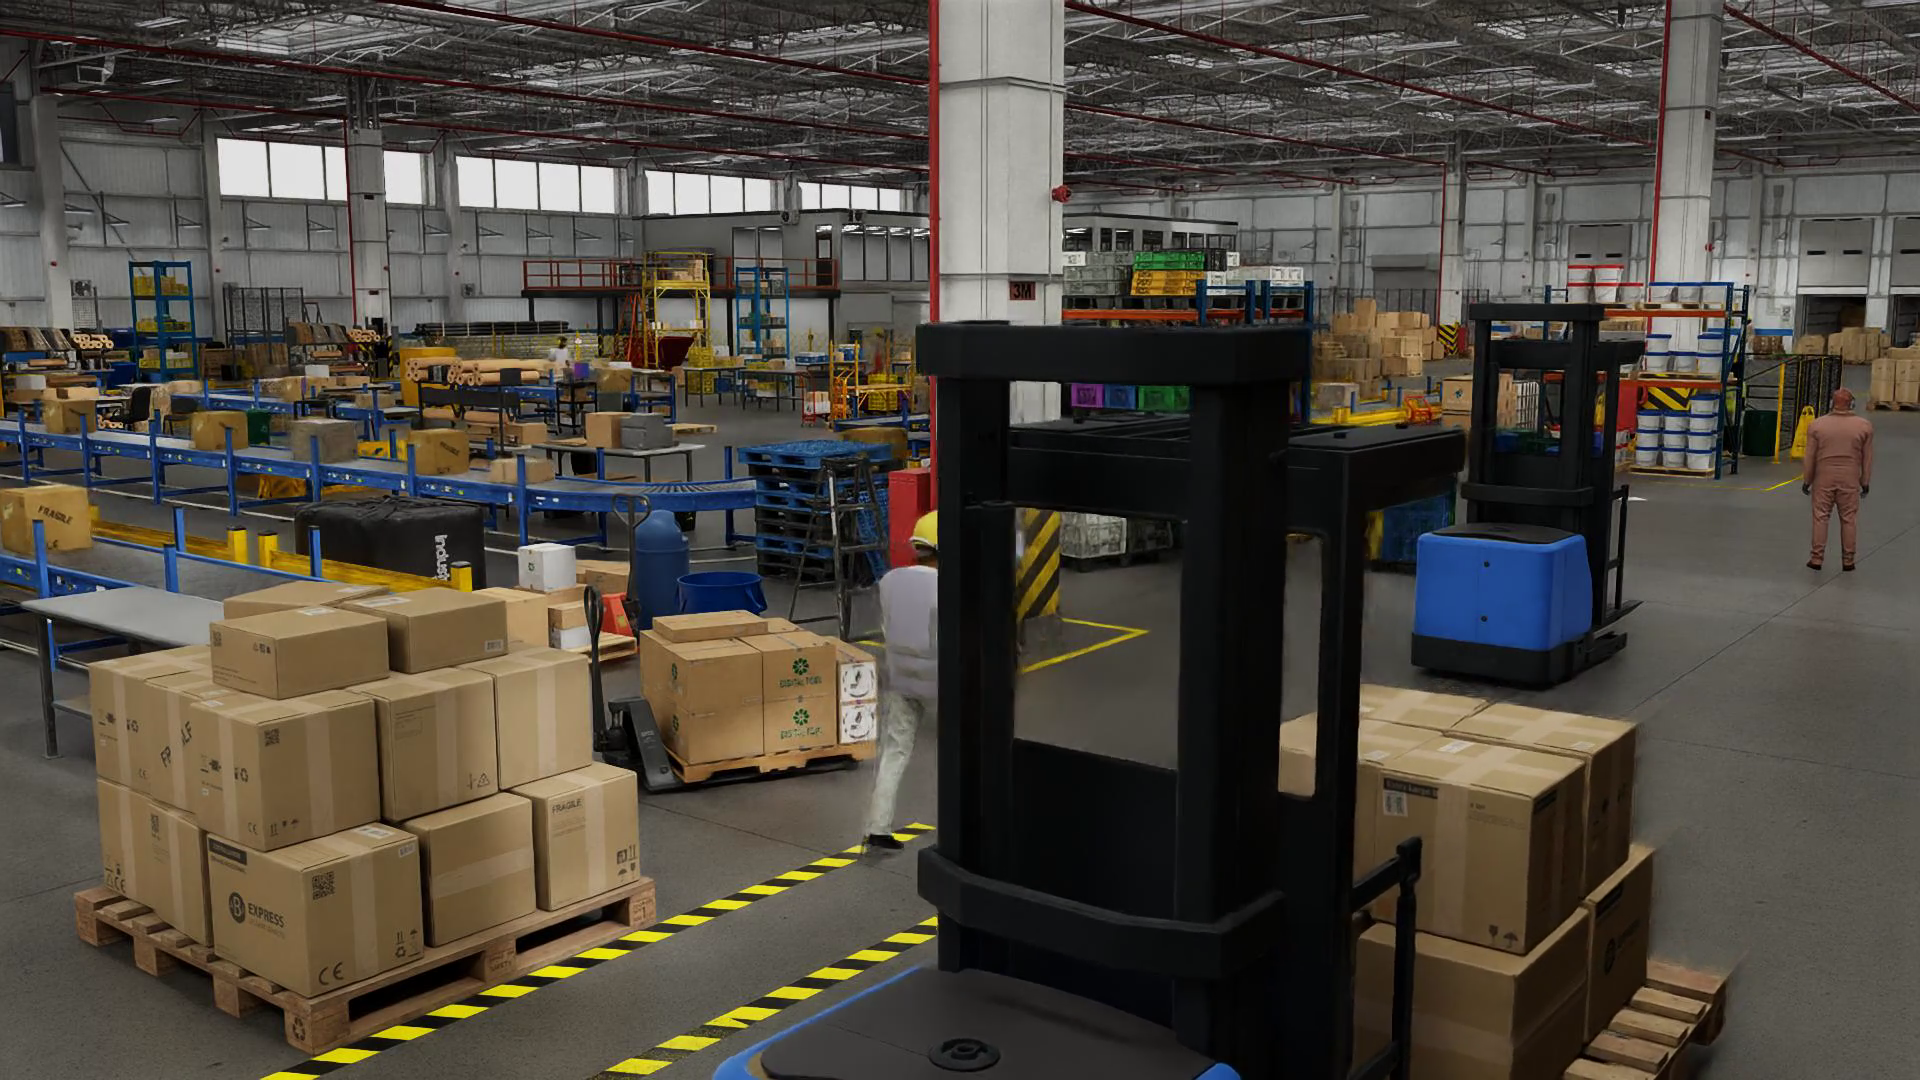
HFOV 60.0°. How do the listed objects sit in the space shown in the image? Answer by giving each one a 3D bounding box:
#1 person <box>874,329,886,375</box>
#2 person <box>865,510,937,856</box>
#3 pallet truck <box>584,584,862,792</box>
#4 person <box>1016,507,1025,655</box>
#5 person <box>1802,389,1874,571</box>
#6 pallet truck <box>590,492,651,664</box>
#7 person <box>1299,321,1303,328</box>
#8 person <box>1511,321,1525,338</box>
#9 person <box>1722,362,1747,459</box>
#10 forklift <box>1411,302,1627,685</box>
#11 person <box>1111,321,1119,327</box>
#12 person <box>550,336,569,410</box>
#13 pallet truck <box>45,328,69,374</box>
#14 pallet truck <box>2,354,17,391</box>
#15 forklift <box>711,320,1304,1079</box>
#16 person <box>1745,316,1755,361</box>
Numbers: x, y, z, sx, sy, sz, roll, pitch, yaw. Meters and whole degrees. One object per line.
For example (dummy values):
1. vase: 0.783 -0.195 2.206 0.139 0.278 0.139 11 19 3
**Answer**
1. person: -2.551 -6.014 54.275 0.718 1.743 0.527 3 9 19
2. person: -0.182 0.735 8.631 0.597 1.793 0.921 6 10 33
3. pallet truck: -1.426 0.805 10.019 1.601 1.201 0.680 -4 9 -26
4. person: 0.291 0.165 12.770 0.374 1.682 0.555 5 10 29
5. person: 9.175 -0.630 17.415 0.652 1.906 0.403 3 9 21
6. pallet truck: -3.115 0.344 12.883 0.653 1.274 1.630 7 11 37
7. person: 12.303 -7.012 60.502 1.024 1.896 0.650 1 8 6
8. person: 26.177 -9.649 78.123 0.606 1.948 1.023 -3 9 -18
9. person: 13.598 -2.272 29.181 0.316 1.697 0.541 -1 9 -10
10. forklift: 4.379 -0.438 12.852 1.129 2.768 1.873 7 11 37
11. person: 5.700 -7.060 60.807 0.926 1.884 0.612 0 8 1
12. person: -9.891 -4.125 41.242 0.782 1.823 0.556 7 11 41
13. pallet truck: -23.775 -4.544 43.495 1.885 1.965 0.823 6 10 35
14. pallet truck: -24.881 -4.417 42.634 1.885 1.965 0.823 8 11 41
15. forklift: 0.340 0.837 4.254 1.129 2.768 1.873 7 11 37
16. person: 33.834 -8.624 71.305 0.597 1.905 0.430 -7 11 -39
